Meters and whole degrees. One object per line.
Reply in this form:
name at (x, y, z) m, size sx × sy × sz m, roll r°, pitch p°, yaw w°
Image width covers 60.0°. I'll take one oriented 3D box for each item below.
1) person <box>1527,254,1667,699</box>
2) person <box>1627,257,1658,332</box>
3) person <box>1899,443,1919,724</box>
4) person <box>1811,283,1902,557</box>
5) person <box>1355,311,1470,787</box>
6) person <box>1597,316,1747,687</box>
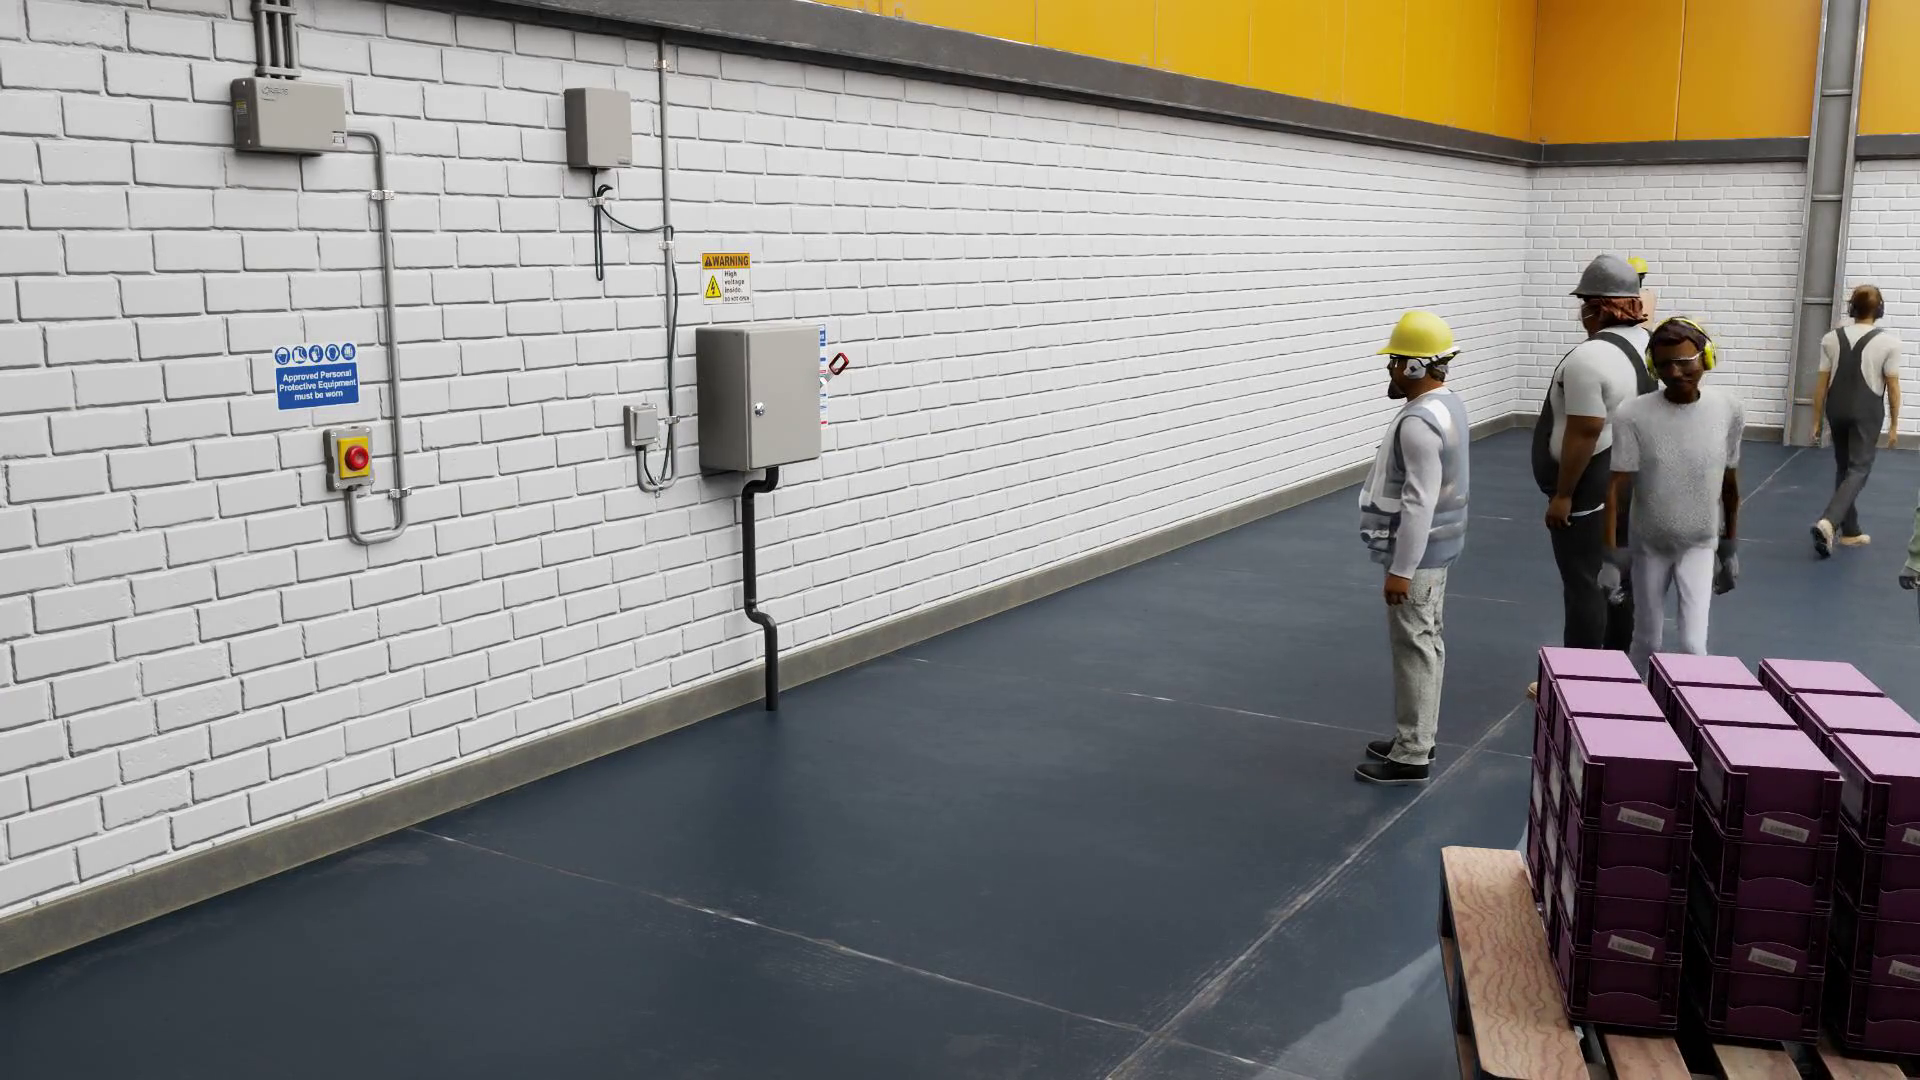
person at (2.859, -0.268, 7.555) m, size 0.674 × 2.000 × 0.535 m, roll -8°, pitch 13°, yaw -36°
person at (6.868, -1.922, 17.032) m, size 0.587 × 1.928 × 0.363 m, roll -9°, pitch 13°, yaw -39°
person at (4.046, 0.076, 6.778) m, size 0.504 × 1.631 × 0.279 m, roll -4°, pitch 11°, yaw -21°
person at (5.957, -0.798, 11.123) m, size 0.859 × 1.824 × 0.520 m, roll -8°, pitch 13°, yaw -37°
person at (1.748, 0.036, 6.445) m, size 0.404 × 1.832 × 0.597 m, roll 4°, pitch 11°, yaw 23°
person at (2.733, 0.062, 6.342) m, size 0.571 × 1.808 × 0.911 m, roll 2°, pitch 10°, yaw 12°
